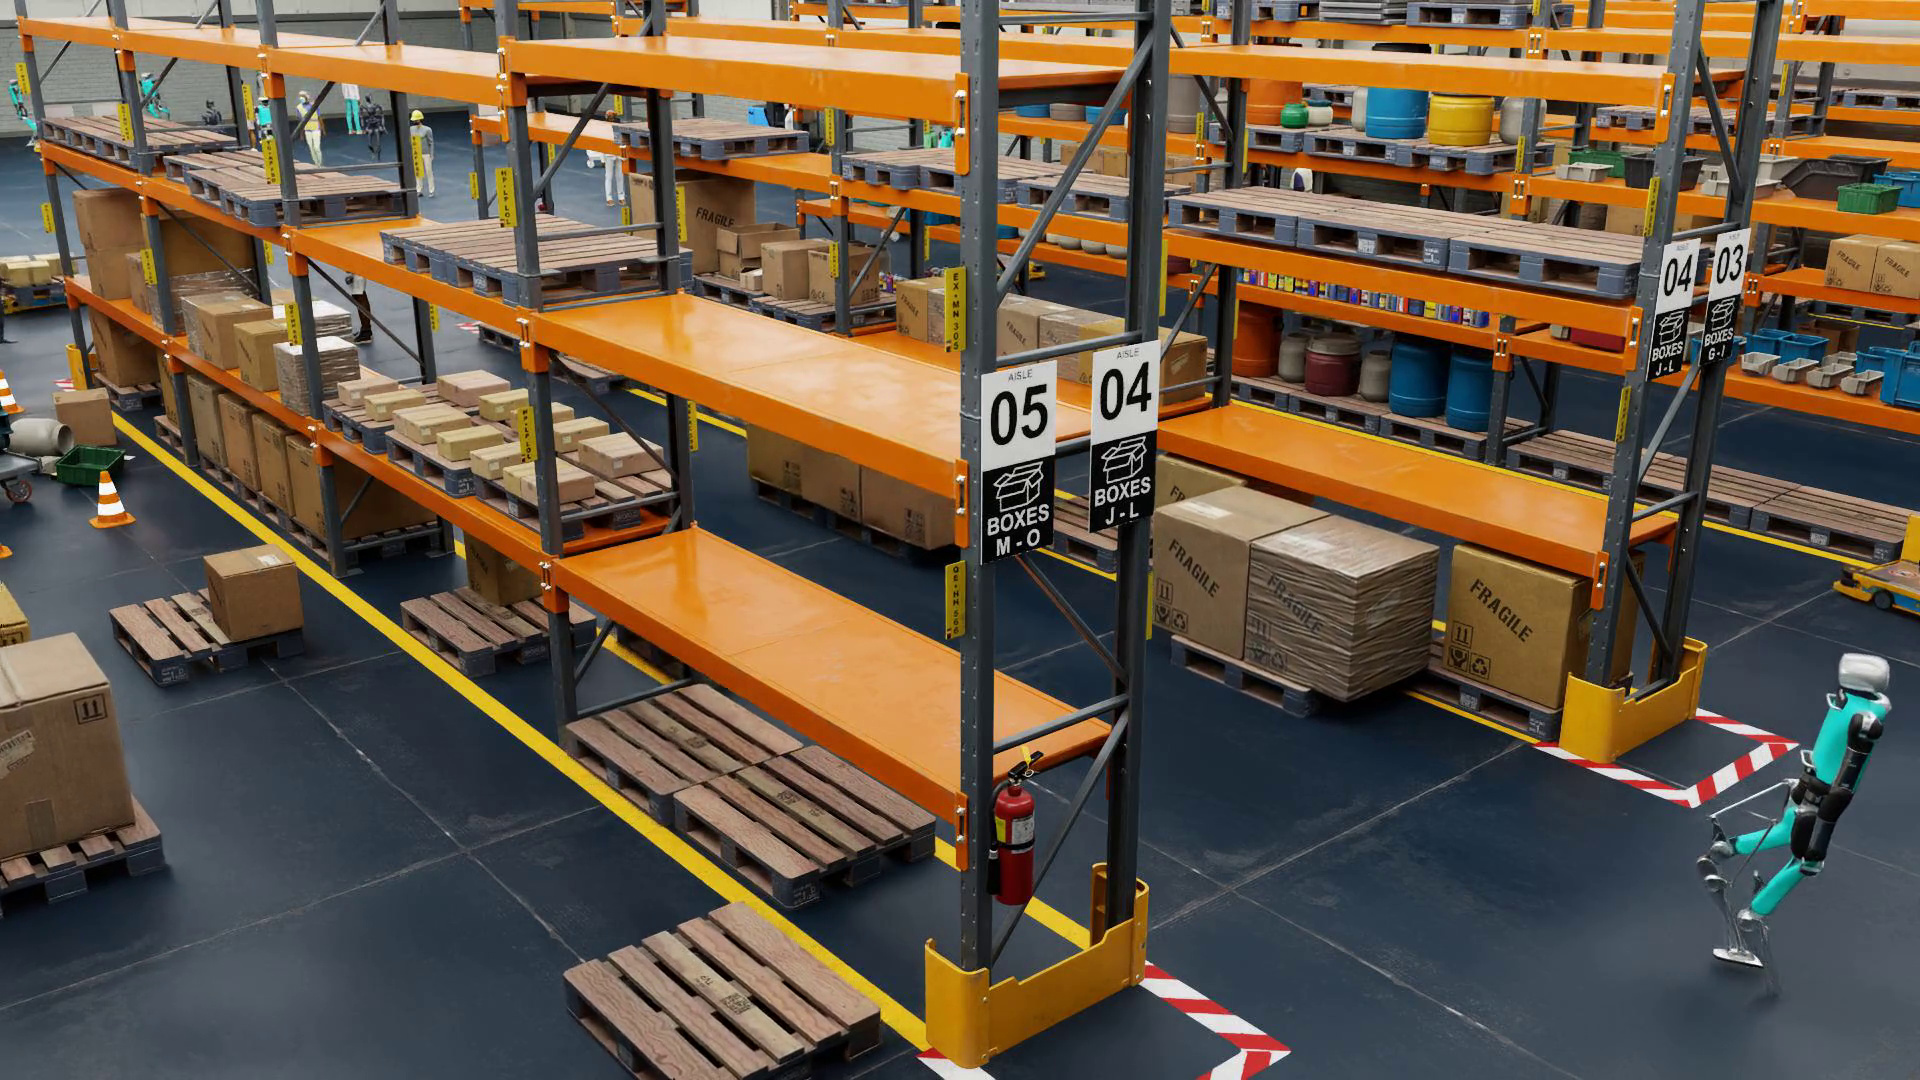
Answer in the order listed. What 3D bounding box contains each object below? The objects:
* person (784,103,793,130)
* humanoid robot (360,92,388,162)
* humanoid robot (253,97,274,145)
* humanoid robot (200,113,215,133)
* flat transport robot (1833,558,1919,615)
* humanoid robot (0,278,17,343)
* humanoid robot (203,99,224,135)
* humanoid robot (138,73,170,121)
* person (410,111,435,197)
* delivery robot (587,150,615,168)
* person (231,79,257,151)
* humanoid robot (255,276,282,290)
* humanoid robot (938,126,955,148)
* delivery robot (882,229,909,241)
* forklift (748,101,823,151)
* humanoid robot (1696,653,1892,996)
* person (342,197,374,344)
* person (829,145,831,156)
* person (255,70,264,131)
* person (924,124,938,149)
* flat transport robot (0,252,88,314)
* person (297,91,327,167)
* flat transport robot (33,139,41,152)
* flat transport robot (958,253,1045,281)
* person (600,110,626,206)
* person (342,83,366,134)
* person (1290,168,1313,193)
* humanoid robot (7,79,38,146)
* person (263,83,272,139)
[{"bbox_3d":[-3.679,-8.752,36.396,0.352,1.896,0.562,-5,20,-15],"label":"person"},{"bbox_3d":[-14.203,-10.018,40.331,0.611,1.647,0.408,-3,20,-9],"label":"humanoid robot"},{"bbox_3d":[-15.431,-9.078,37.576,0.947,1.766,0.547,13,23,33],"label":"humanoid robot"},{"bbox_3d":[-15.854,-8.190,35.173,0.748,1.630,0.601,-1,19,-4],"label":"humanoid robot"},{"bbox_3d":[7.494,0.466,12.610,0.659,0.231,1.431,-11,22,-28],"label":"flat transport robot"},{"bbox_3d":[-12.523,-3.367,21.421,0.438,1.643,0.615,-7,21,-20],"label":"humanoid robot"},{"bbox_3d":[-17.209,-9.380,38.528,0.643,1.634,0.608,7,21,20],"label":"humanoid robot"},{"bbox_3d":[-22.251,-12.058,46.106,0.548,1.763,1.043,4,20,10],"label":"humanoid robot"},{"bbox_3d":[-11.125,-7.966,34.358,0.523,1.762,0.326,2,19,6],"label":"person"},{"bbox_3d":[-8.489,-9.131,39.470,0.766,0.580,0.499,-5,20,-13],"label":"delivery robot"},{"bbox_3d":[-18.120,-10.741,42.136,0.791,1.843,0.416,7,21,20],"label":"person"},{"bbox_3d":[-8.728,-3.117,20.759,0.761,1.883,0.545,2,19,6],"label":"humanoid robot"},{"bbox_3d":[-0.482,-7.125,32.062,0.958,1.760,0.530,-14,24,-34],"label":"humanoid robot"},{"bbox_3d":[-0.996,-5.590,29.442,0.803,0.614,0.499,-16,25,-38],"label":"delivery robot"},{"bbox_3d":[-4.526,-11.368,42.374,1.129,2.768,1.873,-15,24,-37],"label":"forklift"},{"bbox_3d":[3.859,1.377,7.921,0.785,1.844,0.543,7,20,19],"label":"humanoid robot"},{"bbox_3d":[-7.798,-3.510,21.368,0.367,1.966,0.603,-3,20,-10],"label":"person"},{"bbox_3d":[-2.756,-8.708,36.527,0.762,1.738,0.549,17,25,40],"label":"person"},{"bbox_3d":[-19.942,-12.690,47.628,0.384,1.875,0.510,-3,20,-8],"label":"person"},{"bbox_3d":[-0.629,-7.554,33.234,0.476,1.734,0.315,12,23,31],"label":"person"},{"bbox_3d":[-13.100,-3.443,23.735,0.659,0.231,1.431,18,26,41],"label":"flat transport robot"},{"bbox_3d":[-14.832,-9.313,38.043,0.575,1.860,0.622,1,19,3],"label":"person"},{"bbox_3d":[-23.533,-10.187,42.928,0.659,0.231,1.431,-10,22,-26],"label":"flat transport robot"},{"bbox_3d":[0.644,-4.296,26.162,0.659,0.231,1.431,-13,23,-33],"label":"flat transport robot"},{"bbox_3d":[-6.918,-7.626,33.225,0.565,1.878,0.354,-14,24,-35],"label":"person"},{"bbox_3d":[-17.053,-12.357,46.622,0.490,1.917,0.380,6,20,16],"label":"person"},{"bbox_3d":[5.527,-5.428,27.004,0.390,1.847,0.563,9,21,24],"label":"person"},{"bbox_3d":[-24.273,-11.083,43.407,0.836,1.866,0.539,-17,26,-40],"label":"humanoid robot"},{"bbox_3d":[-18.644,-11.635,44.906,0.324,1.688,0.528,-5,20,-13],"label":"person"}]
